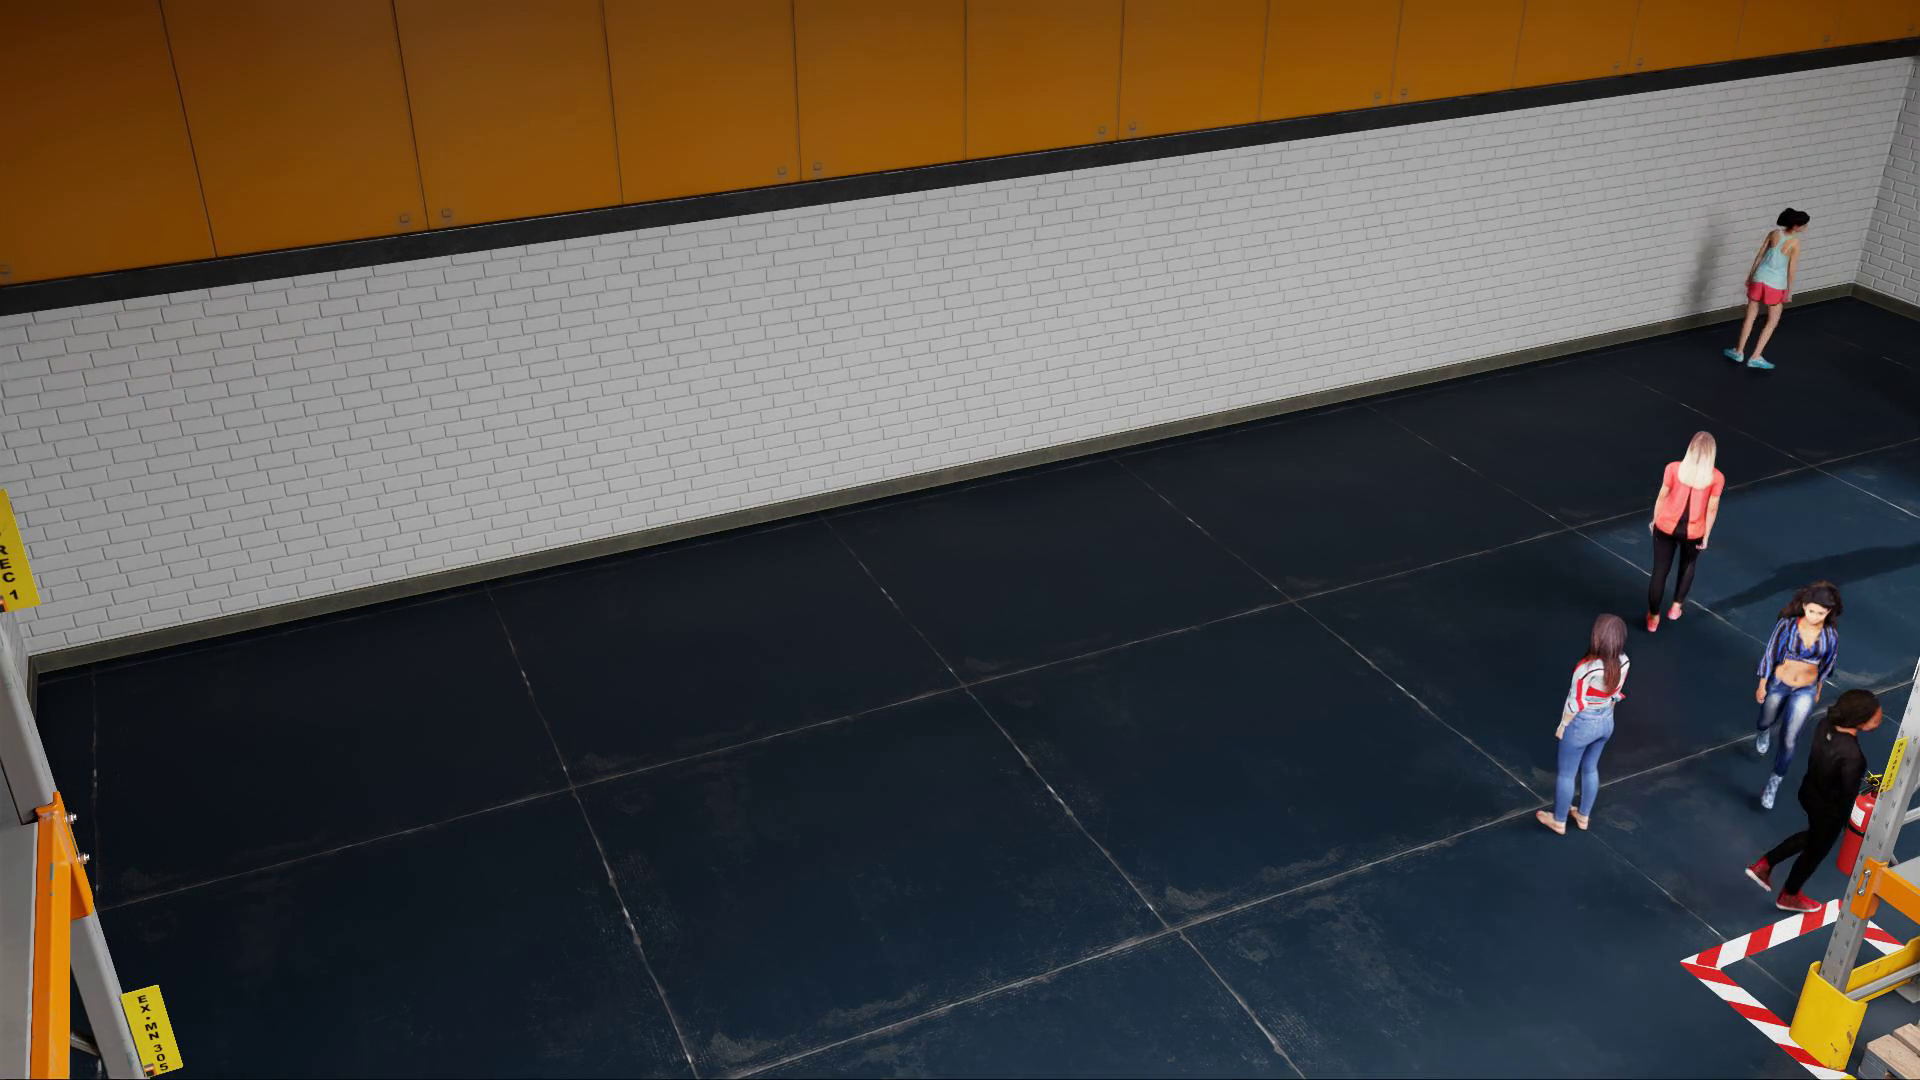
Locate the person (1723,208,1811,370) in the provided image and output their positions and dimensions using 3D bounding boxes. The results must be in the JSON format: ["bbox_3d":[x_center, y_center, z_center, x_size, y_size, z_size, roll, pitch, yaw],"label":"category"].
[{"bbox_3d":[8.617,-2.730,17.834,0.517,1.765,0.832,24,37,37],"label":"person"}]

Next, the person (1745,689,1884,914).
[{"bbox_3d":[5.125,1.592,10.018,0.818,1.661,0.777,0,29,0],"label":"person"}]

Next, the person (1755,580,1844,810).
[{"bbox_3d":[5.592,0.973,11.230,1.061,1.588,1.080,13,31,22],"label":"person"}]

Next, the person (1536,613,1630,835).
[{"bbox_3d":[4.087,1.198,10.792,0.584,1.611,0.487,-13,31,-22],"label":"person"}]

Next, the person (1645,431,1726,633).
[{"bbox_3d":[5.612,-0.026,12.965,0.754,1.679,0.815,10,30,17],"label":"person"}]
